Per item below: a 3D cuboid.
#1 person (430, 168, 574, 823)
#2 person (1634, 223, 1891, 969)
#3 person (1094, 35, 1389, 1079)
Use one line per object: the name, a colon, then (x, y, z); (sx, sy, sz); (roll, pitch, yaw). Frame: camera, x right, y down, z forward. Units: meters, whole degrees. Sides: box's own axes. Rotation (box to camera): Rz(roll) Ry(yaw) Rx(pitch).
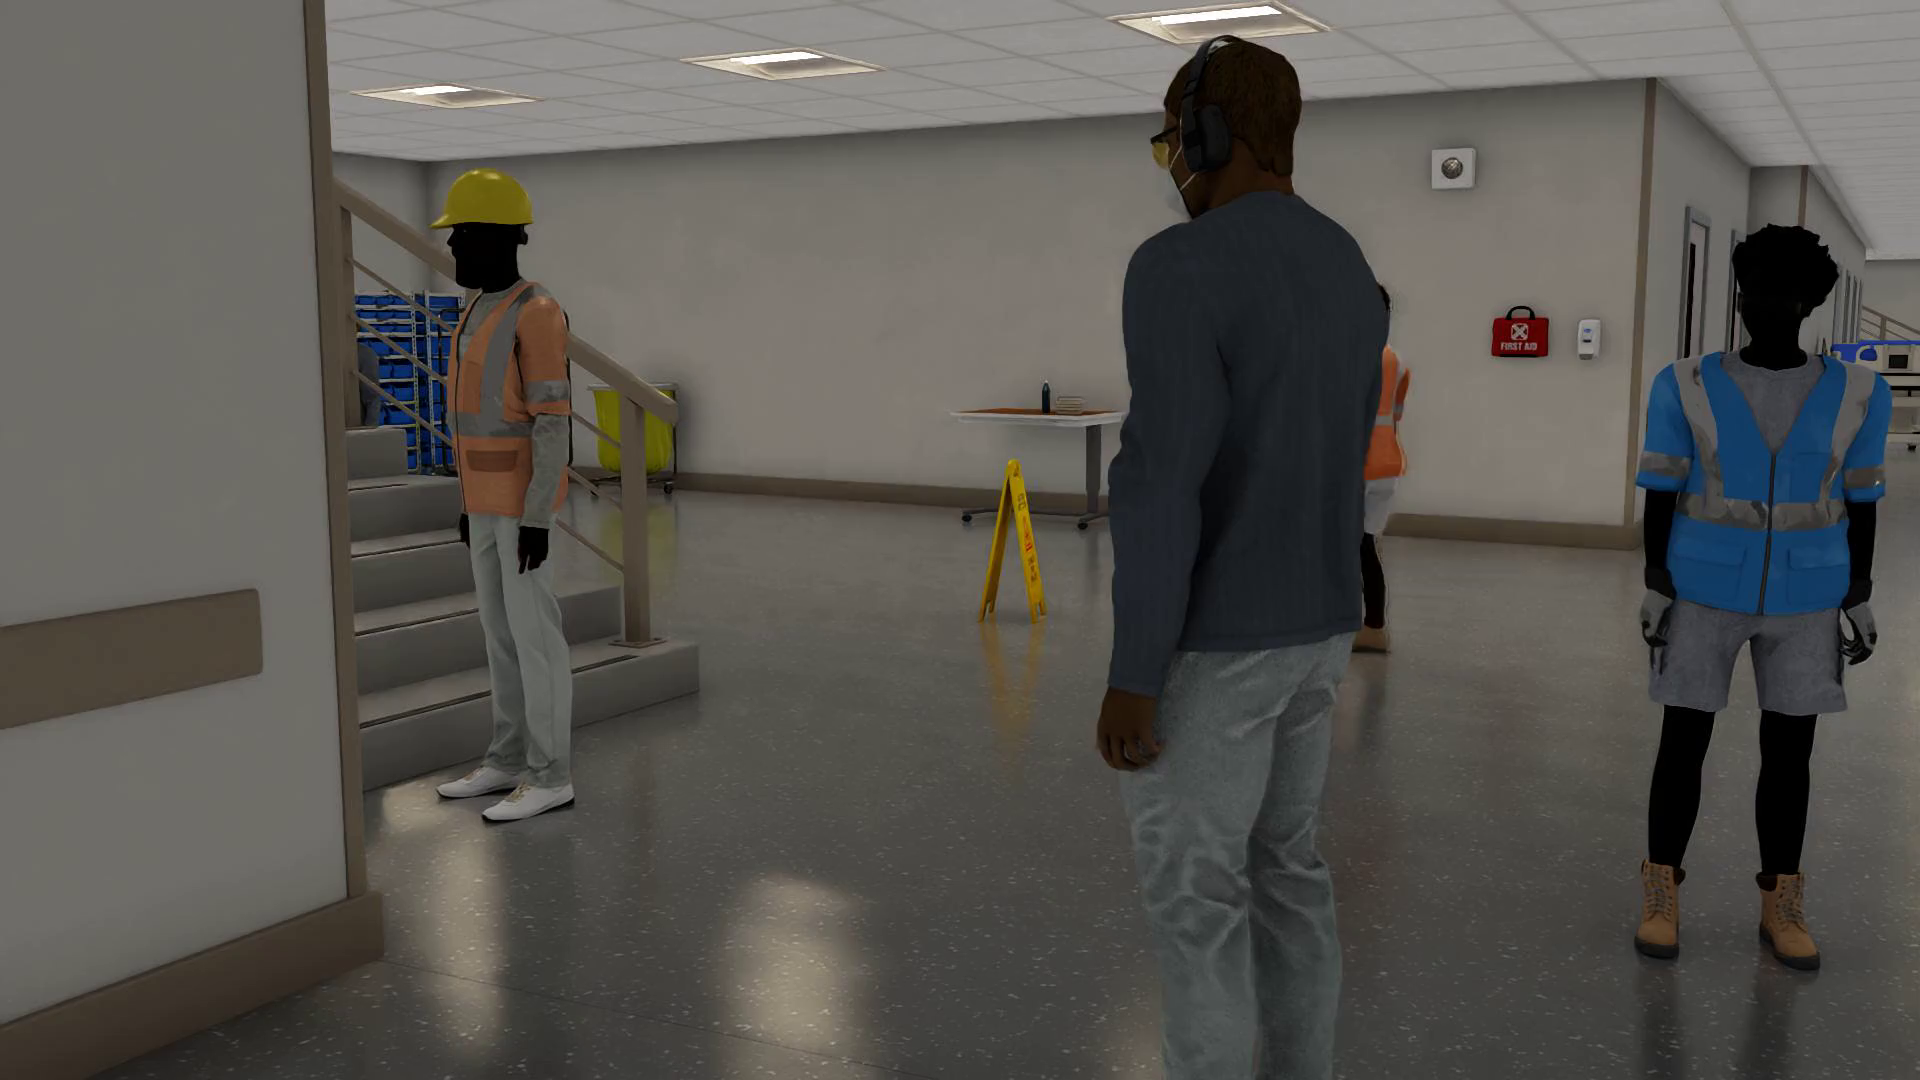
person: (-1.367, -0.130, 4.989); (0.367, 1.928, 0.584); (-6, 9, -37)
person: (1.829, 0.134, 3.833); (0.531, 1.697, 0.322); (2, 8, 16)
person: (0.448, 0.172, 2.679); (0.386, 1.928, 0.641); (6, 10, 40)
